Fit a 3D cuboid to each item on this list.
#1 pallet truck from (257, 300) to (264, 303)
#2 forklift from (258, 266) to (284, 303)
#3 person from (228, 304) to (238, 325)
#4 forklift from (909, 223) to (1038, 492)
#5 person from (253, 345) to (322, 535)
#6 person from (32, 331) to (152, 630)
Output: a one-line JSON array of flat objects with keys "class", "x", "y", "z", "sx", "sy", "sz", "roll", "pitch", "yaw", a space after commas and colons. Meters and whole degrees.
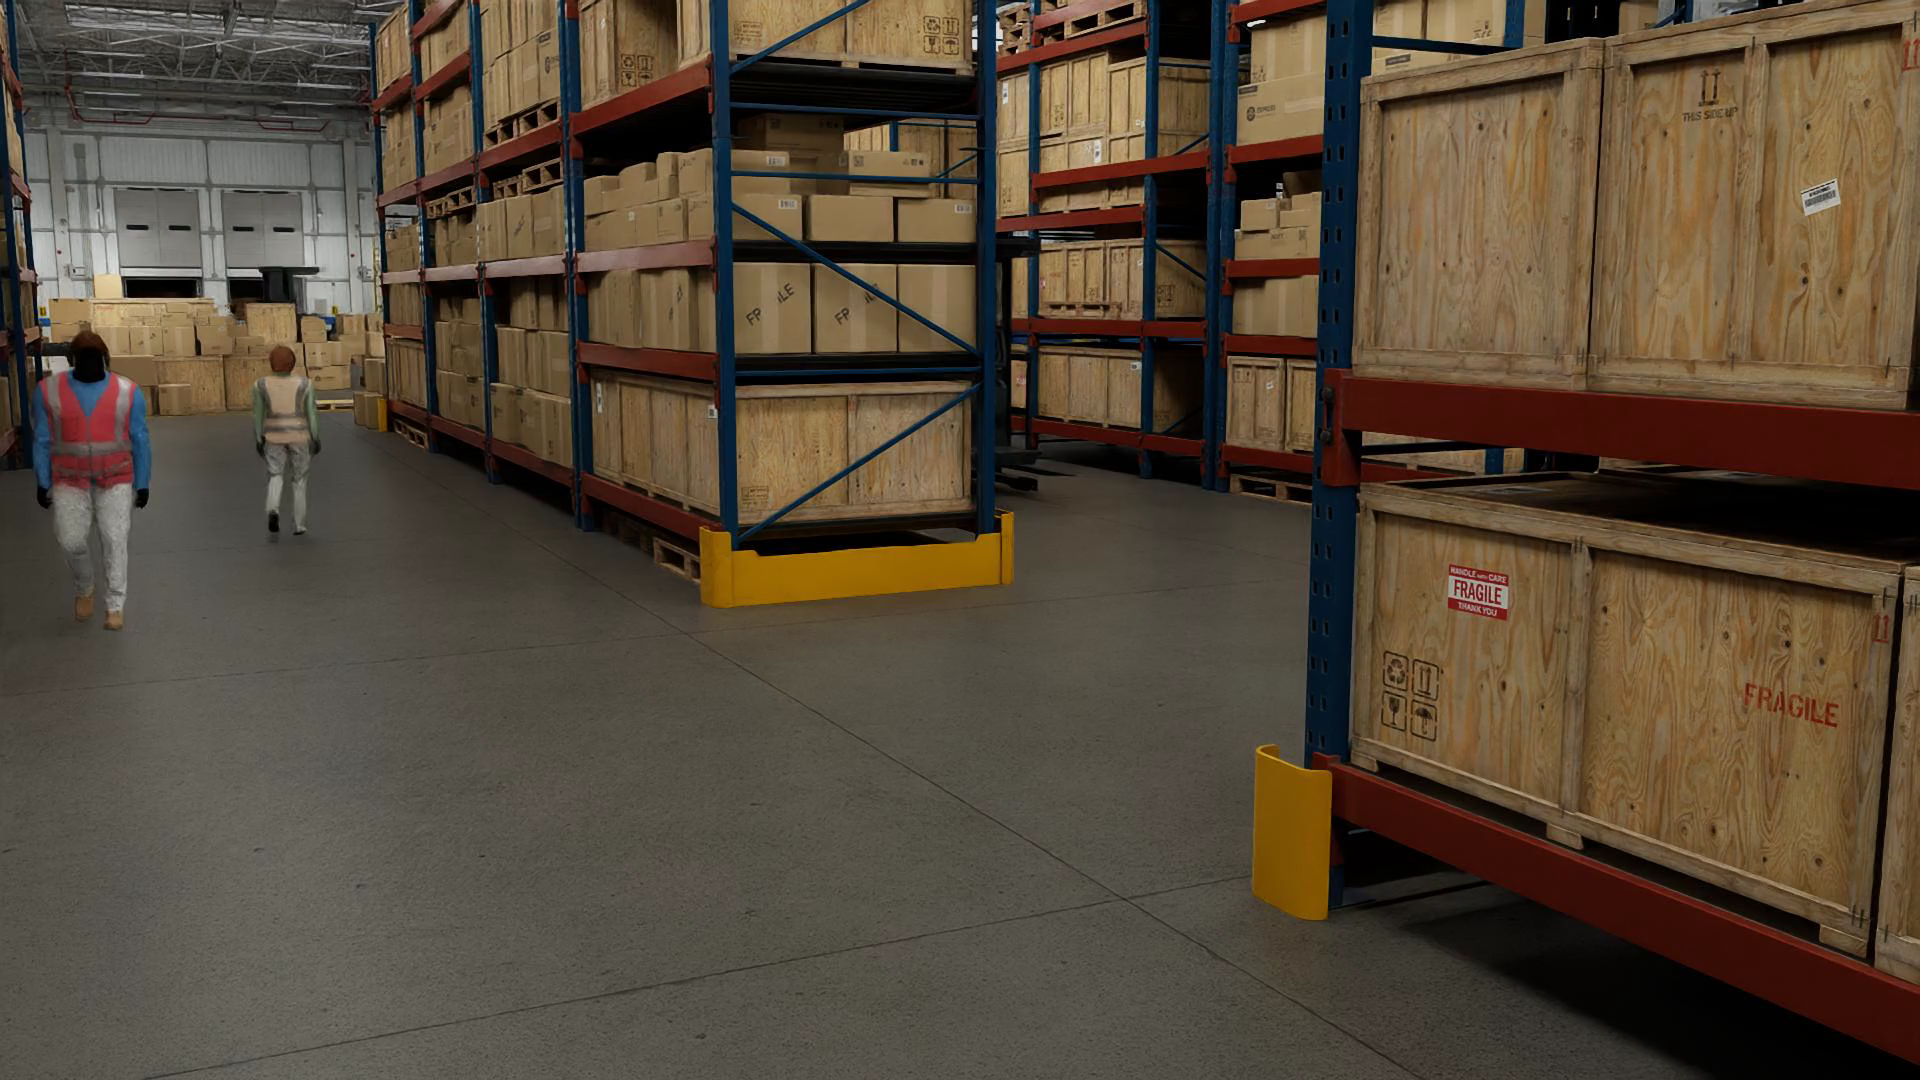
[{"class": "pallet truck", "x": -23.913, "y": -7.404, "z": 58.171, "sx": 1.885, "sy": 1.965, "sz": 0.823, "roll": -1, "pitch": 8, "yaw": -9}, {"class": "forklift", "x": -17.061, "y": -5.406, "z": 41.365, "sx": 1.873, "sy": 2.768, "sz": 1.129, "roll": -6, "pitch": 10, "yaw": -34}, {"class": "person", "x": -22.512, "y": -6.414, "z": 51.856, "sx": 0.892, "sy": 1.845, "sz": 0.594, "roll": -2, "pitch": 9, "yaw": -16}, {"class": "forklift", "x": -0.111, "y": -1.948, "z": 17.523, "sx": 1.129, "sy": 2.768, "sz": 1.873, "roll": -4, "pitch": 9, "yaw": -26}, {"class": "person", "x": -5.737, "y": -0.840, "z": 14.192, "sx": 0.527, "sy": 1.630, "sz": 0.392, "roll": -2, "pitch": 8, "yaw": -11}, {"class": "person", "x": -5.291, "y": -0.359, "z": 10.168, "sx": 0.652, "sy": 1.830, "sz": 0.438, "roll": -4, "pitch": 9, "yaw": -25}]
